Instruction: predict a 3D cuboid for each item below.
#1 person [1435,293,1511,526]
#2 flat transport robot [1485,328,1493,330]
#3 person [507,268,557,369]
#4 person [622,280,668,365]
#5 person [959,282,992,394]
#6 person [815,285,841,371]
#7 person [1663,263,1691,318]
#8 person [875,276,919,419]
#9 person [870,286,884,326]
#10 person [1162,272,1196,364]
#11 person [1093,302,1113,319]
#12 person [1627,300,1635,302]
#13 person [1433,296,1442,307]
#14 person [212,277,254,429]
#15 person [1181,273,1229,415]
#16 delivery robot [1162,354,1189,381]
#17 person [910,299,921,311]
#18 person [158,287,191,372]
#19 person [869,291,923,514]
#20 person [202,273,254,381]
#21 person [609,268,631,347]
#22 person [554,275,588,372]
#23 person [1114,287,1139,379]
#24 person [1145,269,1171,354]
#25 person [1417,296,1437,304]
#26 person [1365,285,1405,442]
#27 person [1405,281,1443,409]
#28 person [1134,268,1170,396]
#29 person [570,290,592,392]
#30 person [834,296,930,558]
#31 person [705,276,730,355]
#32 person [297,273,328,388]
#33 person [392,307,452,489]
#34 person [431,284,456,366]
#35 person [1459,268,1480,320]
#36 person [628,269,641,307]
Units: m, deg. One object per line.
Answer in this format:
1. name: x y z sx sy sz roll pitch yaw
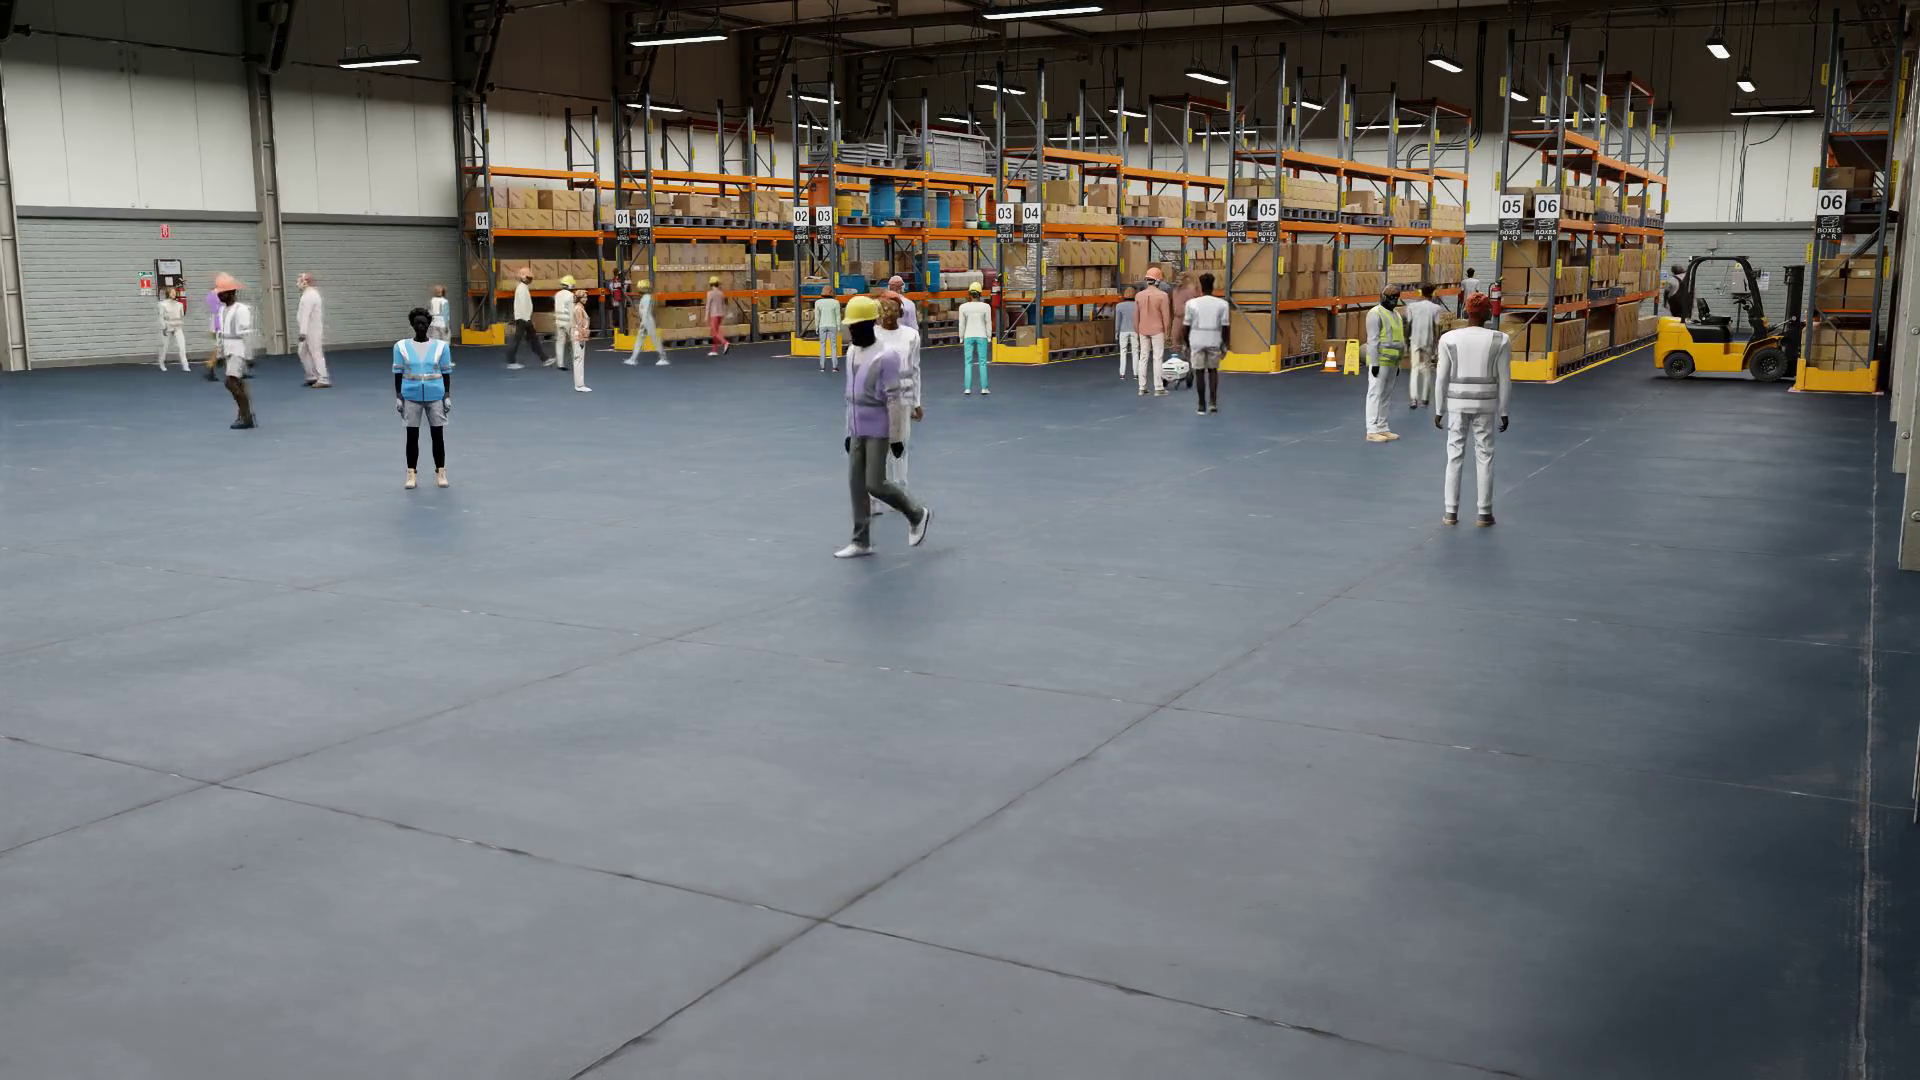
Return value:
1. person: 4.145 -1.053 13.459 0.584 1.882 0.339 4 10 20
2. flat transport robot: 13.904 -5.740 45.617 0.652 0.197 1.431 -5 11 -26
3. person: -8.341 -4.288 32.223 1.024 1.939 0.664 -1 10 -8
4. person: -6.276 -4.336 33.231 0.901 1.695 0.505 -4 11 -25
5. person: 0.243 -3.168 26.190 0.523 1.769 0.314 1 10 6
6. person: -2.494 -3.999 31.447 0.497 1.633 0.283 1 10 5
7. person: 18.510 -6.176 42.996 0.697 2.000 0.922 0 10 -2
8. person: -0.828 -2.571 22.277 0.643 1.911 0.410 5 11 26
9. person: -1.473 -4.016 31.599 0.592 1.608 0.541 4 11 24
10. person: 4.466 -4.455 33.472 0.976 1.856 0.670 -7 12 -35
11. person: 3.826 -6.241 44.434 0.539 1.682 0.369 3 10 17
12. person: 18.137 -6.504 45.123 0.616 1.978 0.427 -3 10 -17
13. person: 13.422 -6.725 46.894 0.582 1.805 0.638 -2 10 -9
14. person: -9.149 -2.340 20.888 0.553 1.913 0.511 8 12 38
15. person: 3.380 -2.710 22.973 0.613 1.941 0.590 0 10 -1
16. delivery robot: 3.535 -2.816 27.397 0.477 0.478 0.707 4 10 22
17. person: -1.480 -7.620 51.506 0.623 2.019 0.572 4 11 23
18. person: -14.909 -3.980 31.413 0.835 1.605 0.504 8 12 39
19. person: -0.591 -1.160 14.089 0.585 1.882 0.343 -4 11 -24
20. person: -12.912 -3.730 29.134 0.549 1.898 0.980 7 12 36
21. person: -8.184 -5.631 40.245 0.600 1.894 0.739 3 10 20
22. person: -7.372 -4.090 31.465 0.614 1.801 0.730 7 12 34
23. person: 2.990 -3.656 29.452 0.507 1.632 0.272 0 10 1
24. person: 4.410 -5.103 37.208 0.650 1.884 1.062 5 11 27
25. person: 13.064 -6.801 46.760 0.961 1.993 0.699 -2 10 -13
26. person: 5.018 -2.080 19.617 0.430 1.839 0.619 8 13 40
27. person: 6.632 -2.797 23.858 0.514 1.825 0.966 3 10 17
28. person: 3.009 -3.245 25.970 0.612 1.995 0.376 7 12 35
29. person: -6.110 -3.206 26.792 0.315 1.636 0.515 -2 10 -13
30. person: -0.584 -0.817 12.039 0.652 1.901 0.585 -7 12 -35
31. person: -5.283 -4.878 36.257 0.626 1.744 0.531 5 11 27
32. person: -10.779 -3.442 27.460 0.630 1.887 0.666 -3 10 -18
33. person: -5.039 -1.329 15.617 0.535 1.700 0.318 -3 10 -19
34. person: -10.255 -4.216 32.725 0.523 1.622 0.585 6 12 33
35. person: 13.705 -6.379 44.728 0.515 1.860 0.325 3 10 16
36. person: -8.458 -6.125 43.201 0.518 1.872 0.326 4 10 21
